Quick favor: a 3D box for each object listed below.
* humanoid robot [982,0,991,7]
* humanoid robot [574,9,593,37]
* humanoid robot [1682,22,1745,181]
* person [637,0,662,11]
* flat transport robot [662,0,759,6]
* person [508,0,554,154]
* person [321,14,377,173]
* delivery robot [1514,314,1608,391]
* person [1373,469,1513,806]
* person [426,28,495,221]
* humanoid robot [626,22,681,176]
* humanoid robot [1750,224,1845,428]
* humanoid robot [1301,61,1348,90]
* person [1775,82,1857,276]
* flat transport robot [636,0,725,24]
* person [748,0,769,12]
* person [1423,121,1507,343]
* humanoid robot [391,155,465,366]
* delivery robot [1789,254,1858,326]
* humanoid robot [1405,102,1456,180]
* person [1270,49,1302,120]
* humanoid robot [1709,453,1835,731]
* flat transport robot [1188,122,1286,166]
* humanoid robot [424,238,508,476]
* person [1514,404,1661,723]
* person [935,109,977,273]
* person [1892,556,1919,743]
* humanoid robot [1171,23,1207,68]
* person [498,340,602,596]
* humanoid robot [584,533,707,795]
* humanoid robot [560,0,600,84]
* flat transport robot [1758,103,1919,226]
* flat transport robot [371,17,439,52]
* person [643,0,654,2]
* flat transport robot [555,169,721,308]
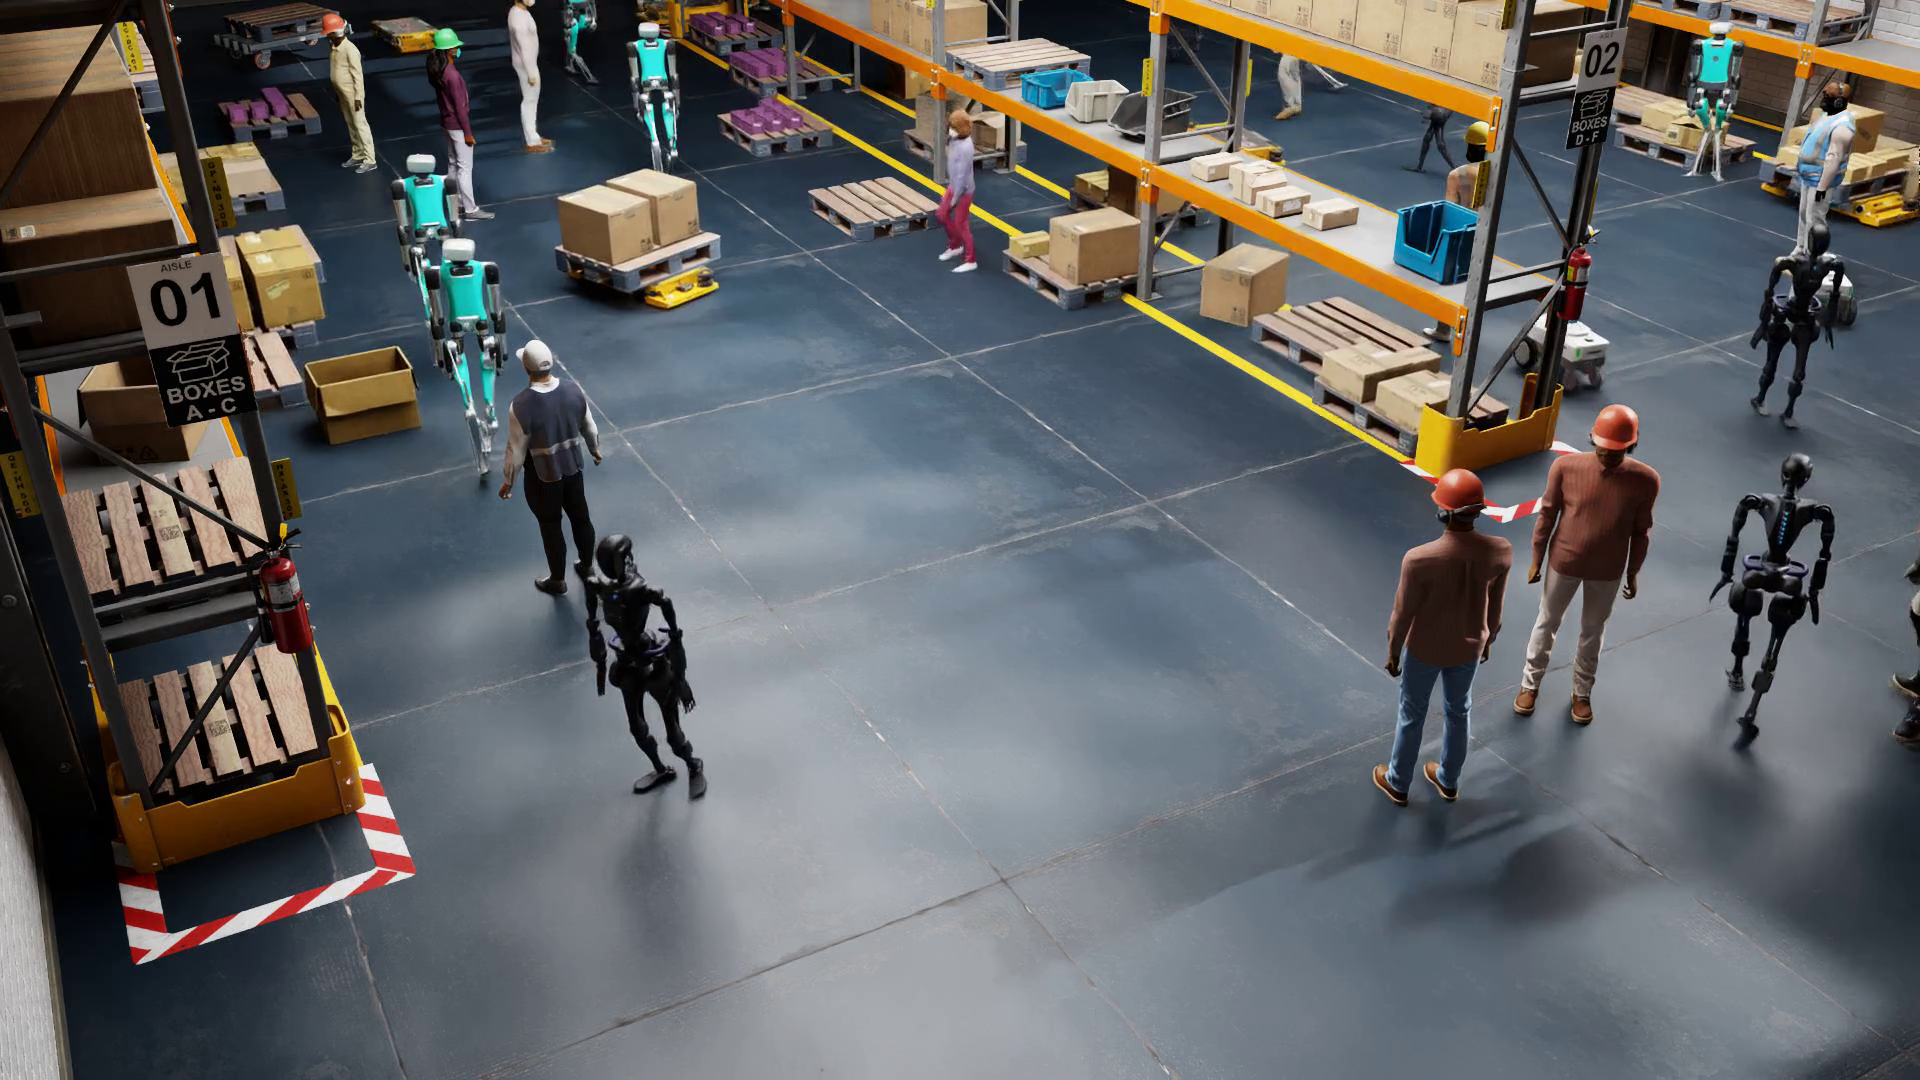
[{"bbox_3d":[0.163,-9.133,25.961,0.758,1.650,0.590,-9,31,-16],"label":"humanoid robot"},{"bbox_3d":[-5.589,-8.254,24.372,0.593,1.636,0.375,-6,30,-11],"label":"humanoid robot"},{"bbox_3d":[8.336,-4.876,18.401,0.620,1.762,0.736,16,33,25],"label":"humanoid robot"},{"bbox_3d":[-4.865,-9.180,25.817,0.620,1.840,0.431,-15,33,-24],"label":"person"},{"bbox_3d":[-3.957,-8.544,26.282,1.431,0.231,0.659,-10,31,-17],"label":"flat transport robot"},{"bbox_3d":[-5.000,-5.471,19.260,0.355,1.936,0.634,-8,31,-13],"label":"person"},{"bbox_3d":[-6.874,-5.017,18.660,0.334,1.742,0.560,-25,38,-37],"label":"person"},{"bbox_3d":[5.077,-1.632,13.972,0.499,0.603,0.802,-10,31,-17],"label":"delivery robot"},{"bbox_3d":[2.529,0.535,8.760,0.610,1.986,0.402,-5,30,-8],"label":"person"},{"bbox_3d":[-5.207,-4.274,17.163,0.417,1.953,0.488,-22,36,-33],"label":"person"},{"bbox_3d":[-3.253,-4.616,17.988,0.536,1.774,0.970,-7,31,-12],"label":"humanoid robot"},{"bbox_3d":[6.508,-1.693,12.952,0.601,1.637,0.549,4,30,7],"label":"humanoid robot"},{"bbox_3d":[4.589,-6.659,21.548,1.030,1.739,0.548,7,31,12],"label":"humanoid robot"},{"bbox_3d":[8.153,-3.427,15.811,0.431,1.836,0.616,5,30,9],"label":"person"},{"bbox_3d":[-4.205,-8.145,25.589,1.431,0.231,0.659,-16,33,-25],"label":"flat transport robot"},{"bbox_3d":[-3.287,-9.107,25.690,0.670,1.829,0.559,14,33,23],"label":"person"},{"bbox_3d":[4.360,-2.646,14.353,0.593,1.926,0.364,-12,32,-20],"label":"person"},{"bbox_3d":[-4.342,-2.260,13.864,0.548,1.753,0.836,-12,32,-19],"label":"humanoid robot"},{"bbox_3d":[7.833,-2.292,15.111,0.499,0.594,0.778,6,30,10],"label":"delivery robot"},{"bbox_3d":[5.359,-4.823,18.451,0.724,1.643,0.614,23,37,34],"label":"humanoid robot"},{"bbox_3d":[4.073,-6.119,20.473,0.580,1.855,0.596,-9,31,-15],"label":"person"},{"bbox_3d":[4.654,0.287,9.556,0.584,1.636,0.786,13,32,21],"label":"humanoid robot"},{"bbox_3d":[3.190,-4.618,19.449,0.659,0.231,1.431,-9,31,-15],"label":"flat transport robot"},{"bbox_3d":[-3.542,-1.251,12.169,0.540,1.772,1.034,-9,31,-16],"label":"humanoid robot"},{"bbox_3d":[3.555,0.134,9.447,0.620,1.991,0.381,8,31,14],"label":"person"},{"bbox_3d":[-0.020,-3.330,15.864,0.357,1.609,0.568,-9,31,-15],"label":"person"},{"bbox_3d":[5.597,0.218,9.380,0.369,1.923,0.704,7,31,13],"label":"person"},{"bbox_3d":[3.178,-7.300,22.705,0.487,1.638,0.588,5,30,8],"label":"humanoid robot"},{"bbox_3d":[-2.613,-0.462,10.718,0.426,1.758,0.749,25,38,36],"label":"person"},{"bbox_3d":[-1.656,0.657,8.849,0.609,1.637,0.417,9,31,16],"label":"humanoid robot"},{"bbox_3d":[-5.168,-6.919,22.035,1.048,1.760,0.536,26,39,38],"label":"humanoid robot"},{"bbox_3d":[9.437,-3.698,17.847,0.659,0.231,1.431,-16,33,-25],"label":"flat transport robot"},{"bbox_3d":[-8.053,-7.369,24.238,0.659,0.231,1.431,-19,35,-29],"label":"flat transport robot"},{"bbox_3d":[-4.695,-9.300,26.155,0.872,1.698,0.573,4,30,7],"label":"person"},{"bbox_3d":[-3.033,-2.528,15.810,1.431,0.231,0.659,22,36,33],"label":"flat transport robot"}]
